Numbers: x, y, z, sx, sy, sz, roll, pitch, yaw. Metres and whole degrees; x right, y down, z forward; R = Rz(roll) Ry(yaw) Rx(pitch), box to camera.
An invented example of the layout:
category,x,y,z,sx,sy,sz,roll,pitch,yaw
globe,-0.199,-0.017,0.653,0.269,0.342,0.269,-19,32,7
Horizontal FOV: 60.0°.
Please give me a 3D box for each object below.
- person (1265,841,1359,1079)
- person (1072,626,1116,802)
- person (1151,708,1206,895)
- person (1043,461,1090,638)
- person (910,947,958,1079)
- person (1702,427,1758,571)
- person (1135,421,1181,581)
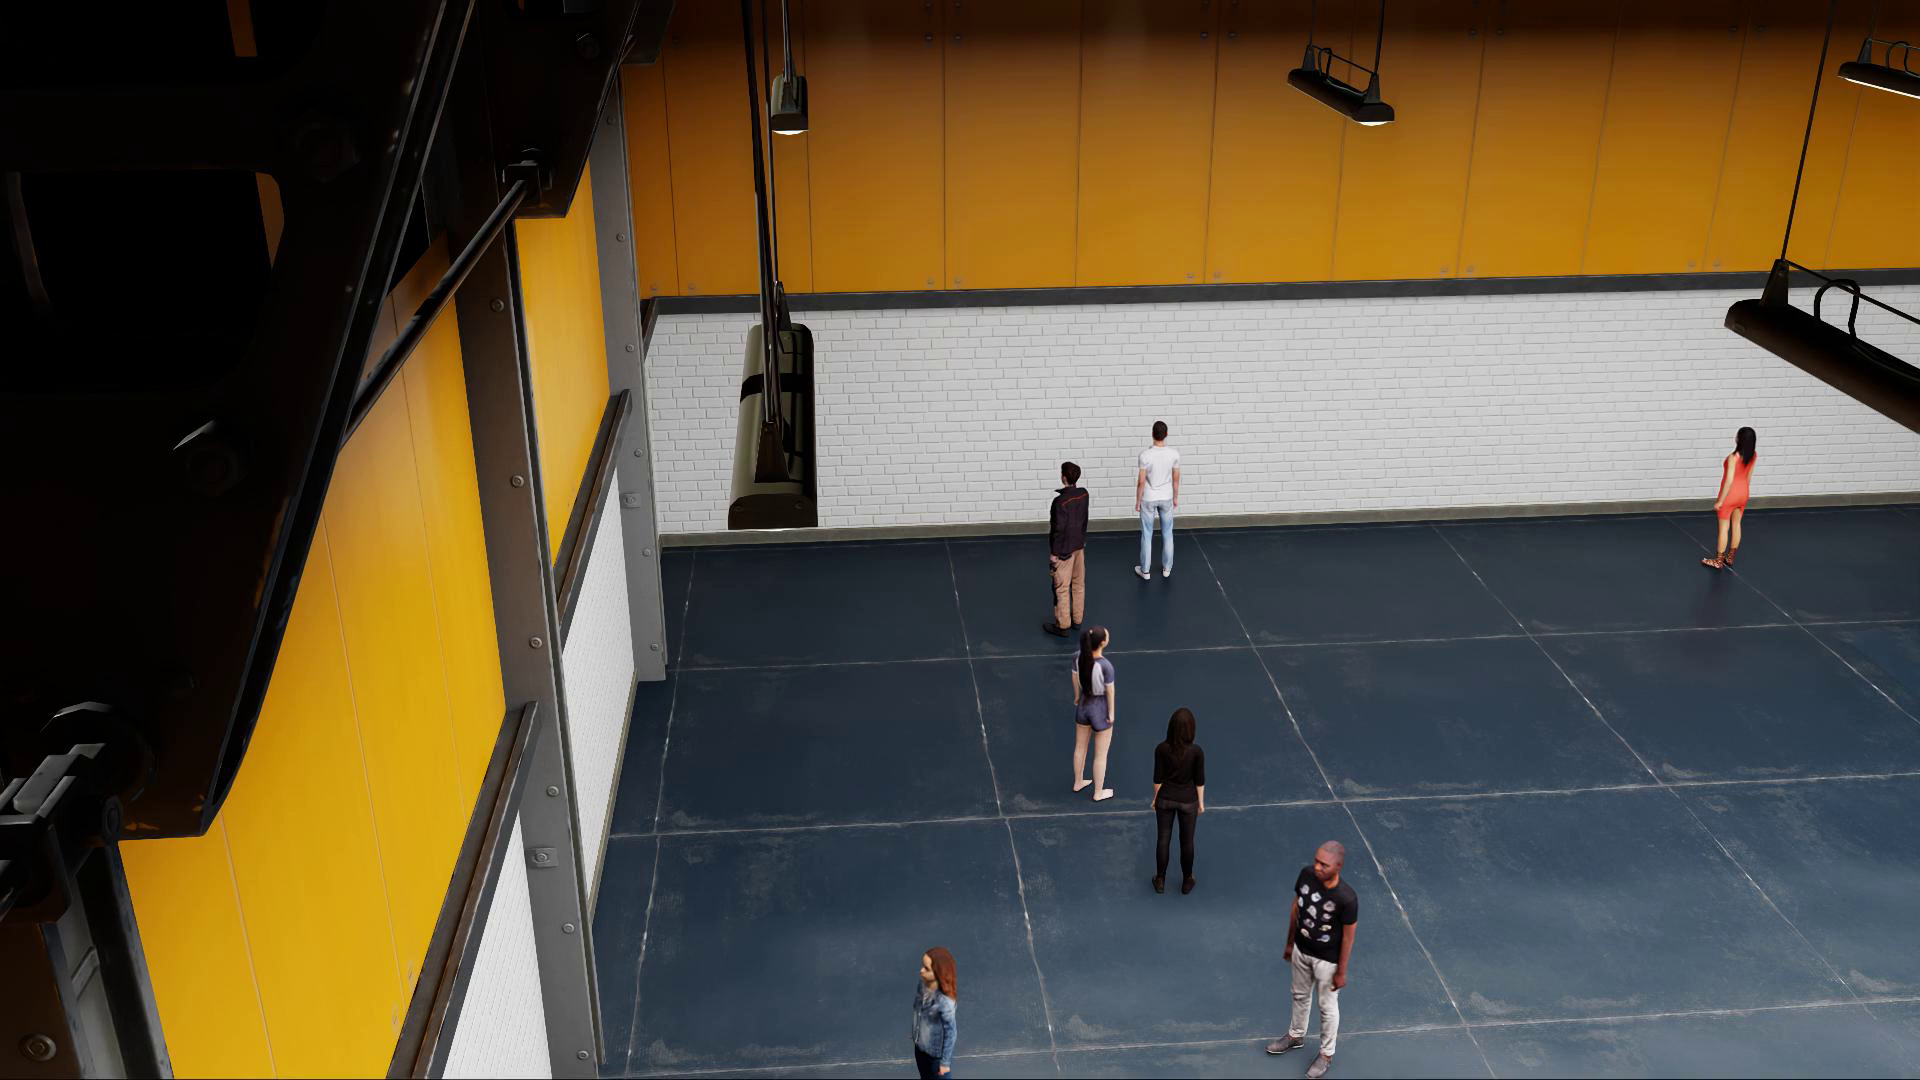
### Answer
category,x,y,z,sx,sy,sz,roll,pitch,yaw
person,2.459,2.818,11.352,0.823,1.805,0.728,-18,29,-35
person,1.167,1.500,14.560,0.653,1.649,0.724,20,31,39
person,1.731,2.079,13.244,0.617,1.642,0.576,4,24,9
person,1.130,0.087,17.448,0.836,1.925,0.793,21,31,39
person,-0.160,3.257,10.755,0.700,1.477,0.594,-15,28,-31
person,8.850,-0.488,19.022,0.659,1.718,0.640,-11,26,-23
person,2.226,-0.453,18.774,0.661,1.852,0.561,-4,24,-10
